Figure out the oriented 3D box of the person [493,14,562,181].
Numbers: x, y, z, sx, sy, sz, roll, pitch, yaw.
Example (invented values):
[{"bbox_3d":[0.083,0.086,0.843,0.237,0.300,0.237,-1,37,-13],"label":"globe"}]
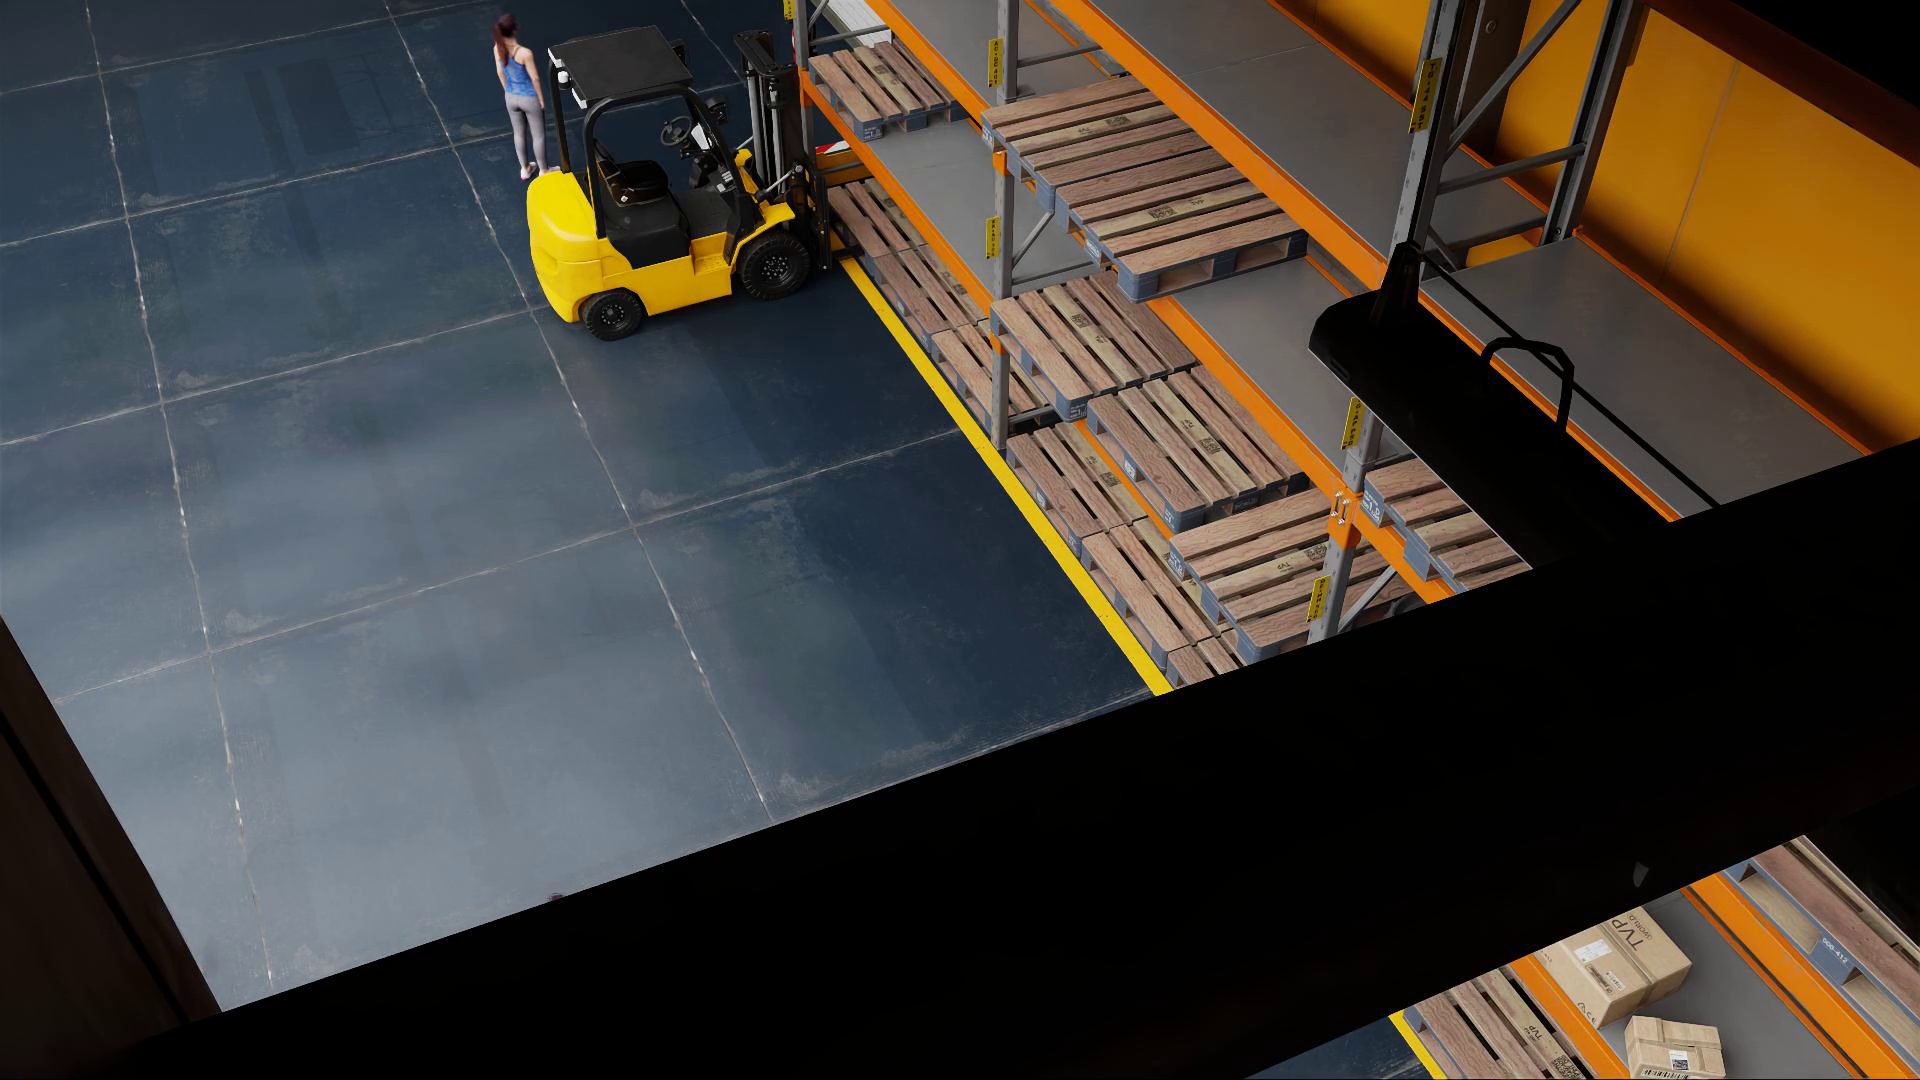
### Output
[{"bbox_3d":[-4.014,-4.057,15.279,0.648,1.609,0.706,14,45,14],"label":"person"}]
